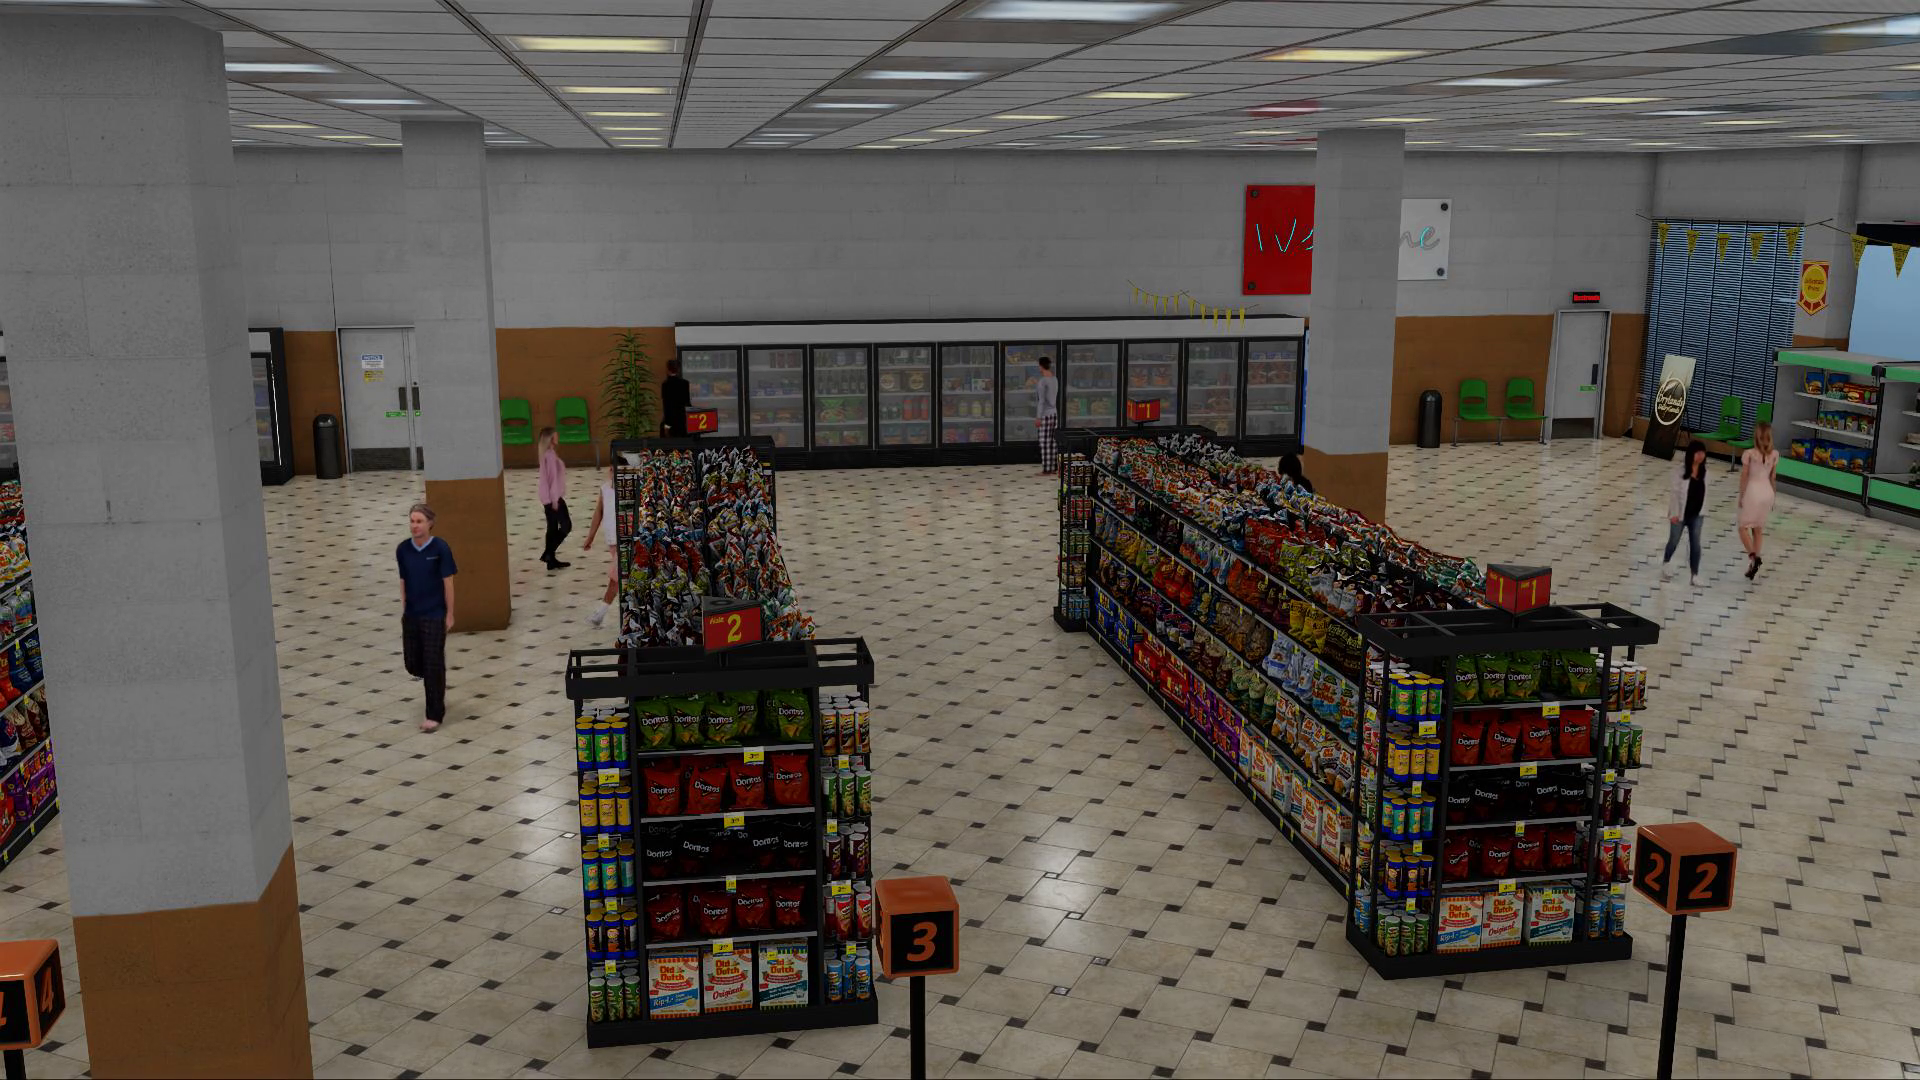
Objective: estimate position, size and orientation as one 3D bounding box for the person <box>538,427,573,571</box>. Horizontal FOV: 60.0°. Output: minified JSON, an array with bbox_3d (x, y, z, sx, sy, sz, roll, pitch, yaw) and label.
[{"bbox_3d":[-4.819,-0.472,19.322,0.737,1.683,0.617,-5,13,-23],"label":"person"}]

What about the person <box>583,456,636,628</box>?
[{"bbox_3d":[-3.359,0.021,16.871,1.141,1.727,1.149,-11,16,-43],"label":"person"}]

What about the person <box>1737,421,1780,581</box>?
[{"bbox_3d":[9.007,-0.412,18.713,0.692,1.816,0.845,1,12,6],"label":"person"}]

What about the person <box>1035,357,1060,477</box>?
[{"bbox_3d":[1.363,-1.923,25.814,0.760,1.846,0.698,8,14,34],"label":"person"}]

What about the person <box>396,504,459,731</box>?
[{"bbox_3d":[-4.369,0.613,13.749,0.822,1.856,0.945,2,12,9],"label":"person"}]

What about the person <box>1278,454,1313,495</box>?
[{"bbox_3d":[3.586,-0.084,17.764,0.920,1.564,1.160,-6,13,-25],"label":"person"}]

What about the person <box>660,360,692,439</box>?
[{"bbox_3d":[-4.160,-1.706,24.744,1.366,1.862,1.219,11,16,42],"label":"person"}]

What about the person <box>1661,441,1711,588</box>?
[{"bbox_3d":[8.139,-0.308,18.727,0.758,1.606,1.102,0,12,1],"label":"person"}]
